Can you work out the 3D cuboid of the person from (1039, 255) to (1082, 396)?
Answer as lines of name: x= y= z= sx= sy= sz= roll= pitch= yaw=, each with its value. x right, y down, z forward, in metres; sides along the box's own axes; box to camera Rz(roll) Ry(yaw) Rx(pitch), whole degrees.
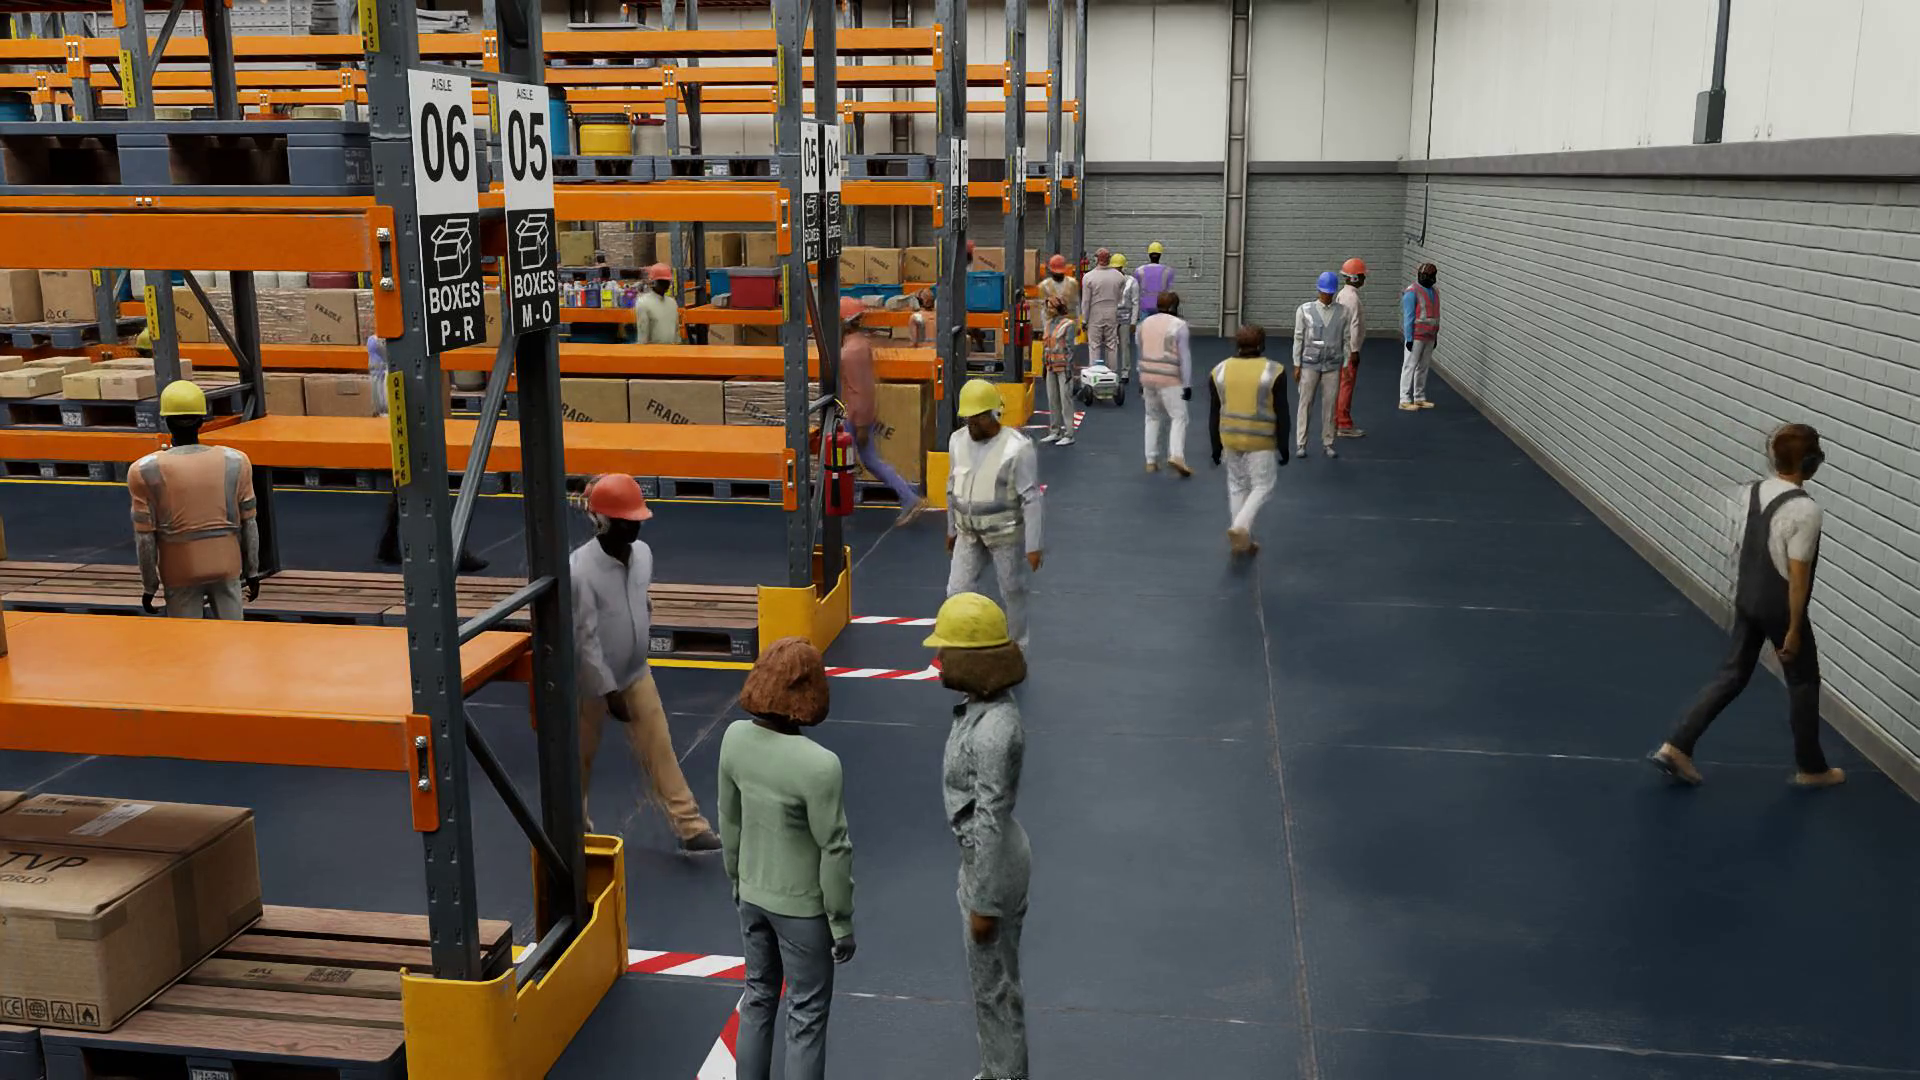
person: x=1.352 y=-2.828 z=22.021 sx=0.587 sy=1.867 sz=0.928 roll=-1 pitch=13 yaw=-5

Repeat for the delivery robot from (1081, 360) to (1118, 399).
delivery robot: x=1.794 y=-2.065 z=21.364 sx=0.477 sy=0.478 sz=0.707 roll=-2 pitch=13 yaw=-9

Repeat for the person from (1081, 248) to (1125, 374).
person: x=1.958 y=-3.073 z=23.052 sx=0.643 sy=1.909 sz=0.410 roll=-5 pitch=13 yaw=-20

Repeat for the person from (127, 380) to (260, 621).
person: x=-3.857 y=0.154 z=8.434 sx=0.588 sy=1.927 sz=0.370 roll=-10 pitch=16 yaw=-37

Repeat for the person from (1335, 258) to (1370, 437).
person: x=4.398 y=-2.169 z=18.763 sx=0.375 sy=1.997 sz=0.611 roll=0 pitch=12 yaw=-1

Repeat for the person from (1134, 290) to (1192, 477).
person: x=2.001 y=-1.543 z=16.393 sx=0.772 sy=1.802 sz=0.565 roll=11 pitch=17 yaw=41

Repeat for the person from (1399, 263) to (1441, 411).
person: x=5.778 y=-2.539 z=20.820 sx=0.624 sy=1.835 sz=0.431 roll=-10 pitch=16 yaw=-39

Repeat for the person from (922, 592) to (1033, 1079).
person: x=0.053 y=1.005 z=5.038 sx=0.333 sy=1.733 sz=0.502 roll=0 pitch=12 yaw=-2

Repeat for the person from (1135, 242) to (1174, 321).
person: x=2.888 y=-3.460 z=24.776 sx=0.588 sy=1.918 sz=0.392 roll=2 pitch=13 yaw=10

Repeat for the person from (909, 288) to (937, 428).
person: x=-0.385 y=-2.081 z=19.173 sx=0.514 sy=1.644 sz=0.307 roll=-11 pitch=17 yaw=-41

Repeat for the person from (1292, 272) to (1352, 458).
person: x=3.765 y=-1.818 z=17.313 sx=0.604 sy=1.939 sz=0.401 roll=0 pitch=12 yaw=1

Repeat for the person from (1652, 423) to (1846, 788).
person: x=3.843 y=0.332 z=7.934 sx=0.954 sy=1.808 sz=0.515 roll=-4 pitch=13 yaw=-16

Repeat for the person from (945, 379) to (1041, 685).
person: x=0.160 y=-0.027 z=9.548 sx=0.710 sy=1.789 sz=0.660 roll=8 pitch=15 yaw=33

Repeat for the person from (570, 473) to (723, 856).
person: x=-1.391 y=0.568 z=7.037 sx=0.887 sy=1.705 sz=0.556 roll=8 pitch=15 yaw=33

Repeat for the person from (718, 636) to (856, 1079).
person: x=-0.503 y=1.078 z=4.930 sx=0.508 sy=1.632 sz=0.265 roll=11 pitch=17 yaw=41

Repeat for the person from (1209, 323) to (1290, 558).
person: x=2.179 y=-0.734 z=12.673 sx=0.630 sy=1.827 sz=0.631 roll=8 pitch=15 yaw=33

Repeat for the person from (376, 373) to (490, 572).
person: x=-4.038 y=-0.708 z=12.430 sx=0.977 sy=1.890 sz=0.558 roll=3 pitch=13 yaw=13

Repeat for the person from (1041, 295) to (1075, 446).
person: x=1.078 y=-1.860 z=18.205 sx=0.315 sy=1.631 sz=0.523 roll=-8 pitch=15 yaw=-34

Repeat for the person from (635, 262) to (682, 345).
person: x=-3.312 y=-2.045 z=18.232 sx=0.623 sy=1.980 sz=0.637 roll=8 pitch=15 yaw=33

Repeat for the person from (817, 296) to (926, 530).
person: x=-0.779 y=-1.031 z=13.733 sx=0.941 sy=1.967 sz=0.603 roll=3 pitch=13 yaw=11

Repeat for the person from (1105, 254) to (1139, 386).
person: x=2.193 y=-3.073 z=23.220 sx=0.601 sy=1.829 sz=0.404 roll=7 pitch=15 yaw=30
